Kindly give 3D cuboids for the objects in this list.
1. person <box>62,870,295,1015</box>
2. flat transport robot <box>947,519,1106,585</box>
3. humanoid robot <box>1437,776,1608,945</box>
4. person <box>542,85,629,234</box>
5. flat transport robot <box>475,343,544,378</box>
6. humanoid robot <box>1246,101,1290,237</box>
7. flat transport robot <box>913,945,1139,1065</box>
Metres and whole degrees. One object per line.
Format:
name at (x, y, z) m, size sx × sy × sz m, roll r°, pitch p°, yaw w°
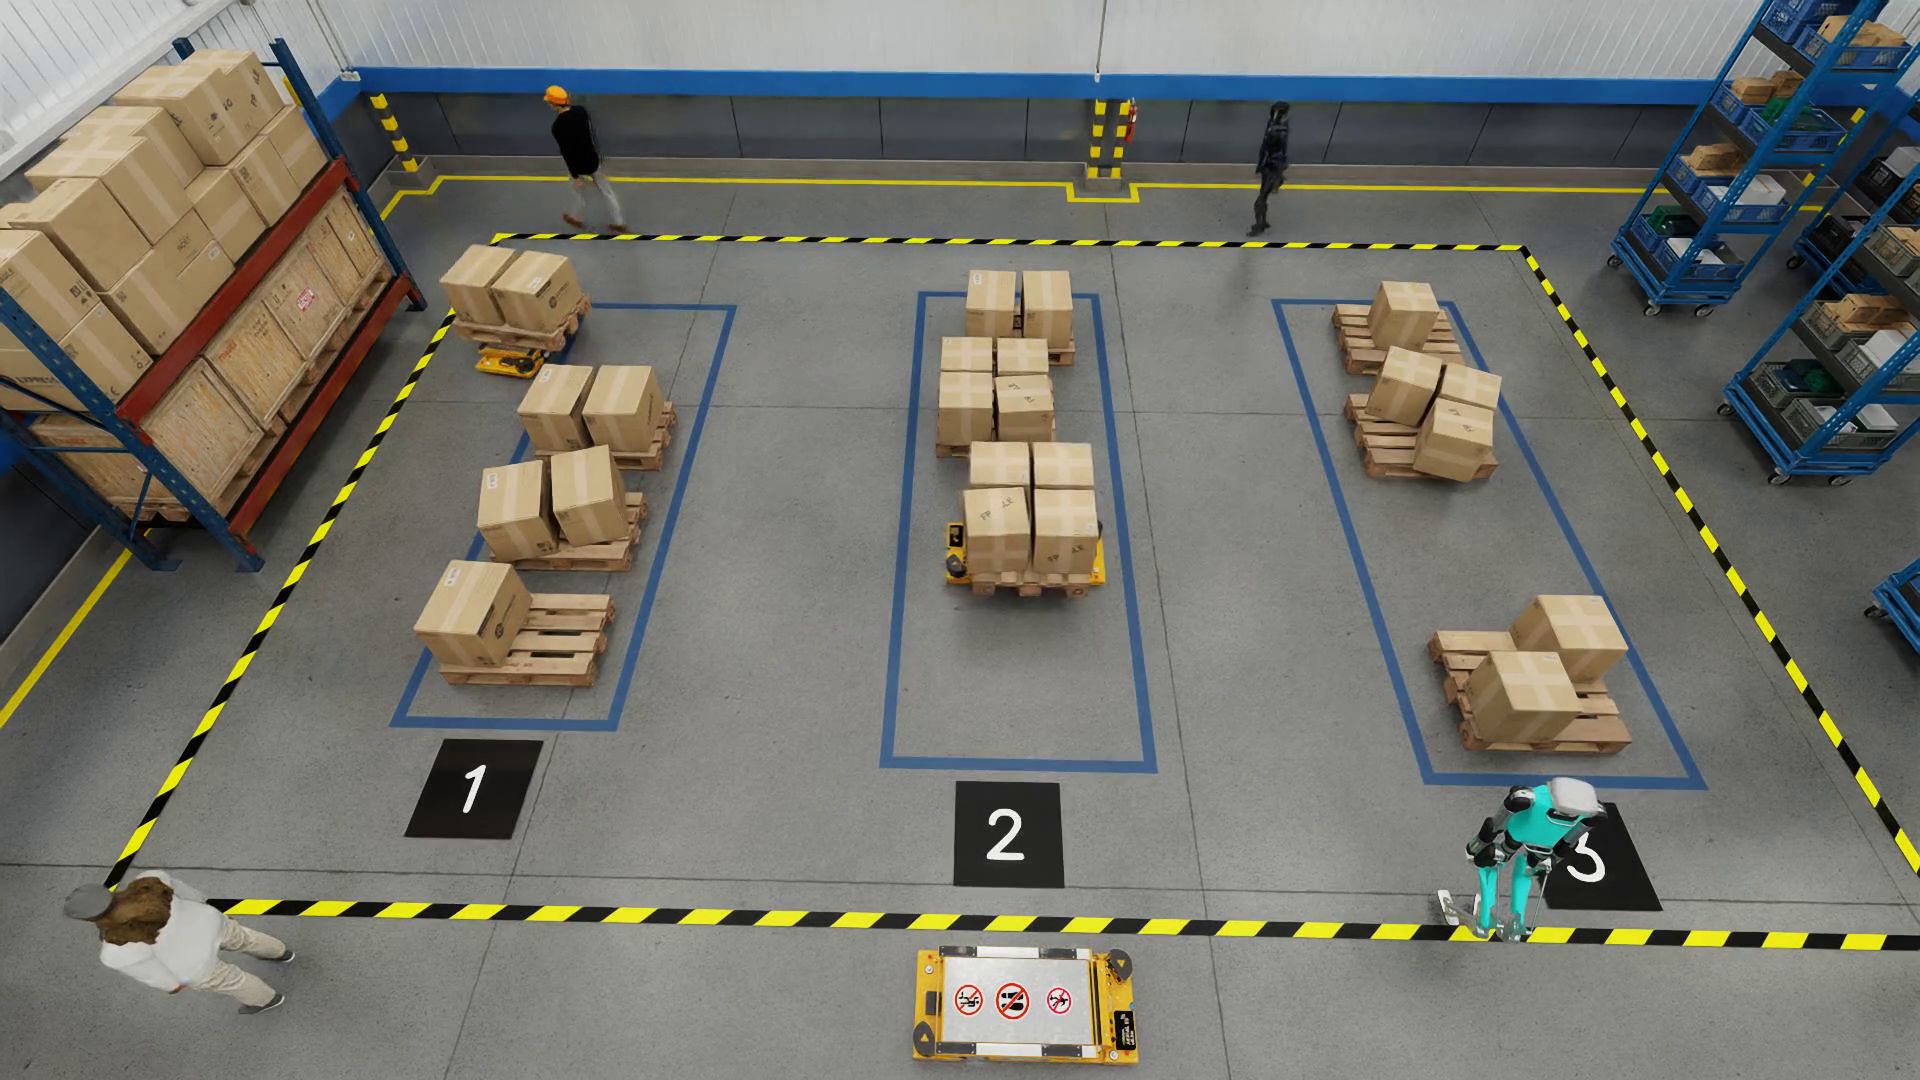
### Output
person at (-4.649, 2.434, 5.532) m, size 0.396 × 1.767 × 0.573 m, roll -7°, pitch 51°, yaw -6°
flat transport robot at (0.601, 0.089, 8.395) m, size 1.431 × 0.197 × 0.652 m, roll 1°, pitch 51°, yaw 1°
humanoid robot at (3.481, 2.129, 5.718) m, size 0.533 × 1.674 × 0.735 m, roll 10°, pitch 51°, yaw 8°
person at (-4.710, -4.659, 11.272) m, size 0.945 × 1.841 × 0.607 m, roll 21°, pitch 54°, yaw 16°
flat transport robot at (-4.874, -2.414, 10.435) m, size 0.652 × 0.197 × 1.431 m, roll 8°, pitch 51°, yaw 7°
humanoid robot at (3.849, -4.583, 11.317) m, size 0.391 × 1.635 × 0.609 m, roll -9°, pitch 51°, yaw -7°
flat transport robot at (0.422, 3.041, 6.007) m, size 1.431 × 0.231 × 0.659 m, roll 1°, pitch 51°, yaw 1°
